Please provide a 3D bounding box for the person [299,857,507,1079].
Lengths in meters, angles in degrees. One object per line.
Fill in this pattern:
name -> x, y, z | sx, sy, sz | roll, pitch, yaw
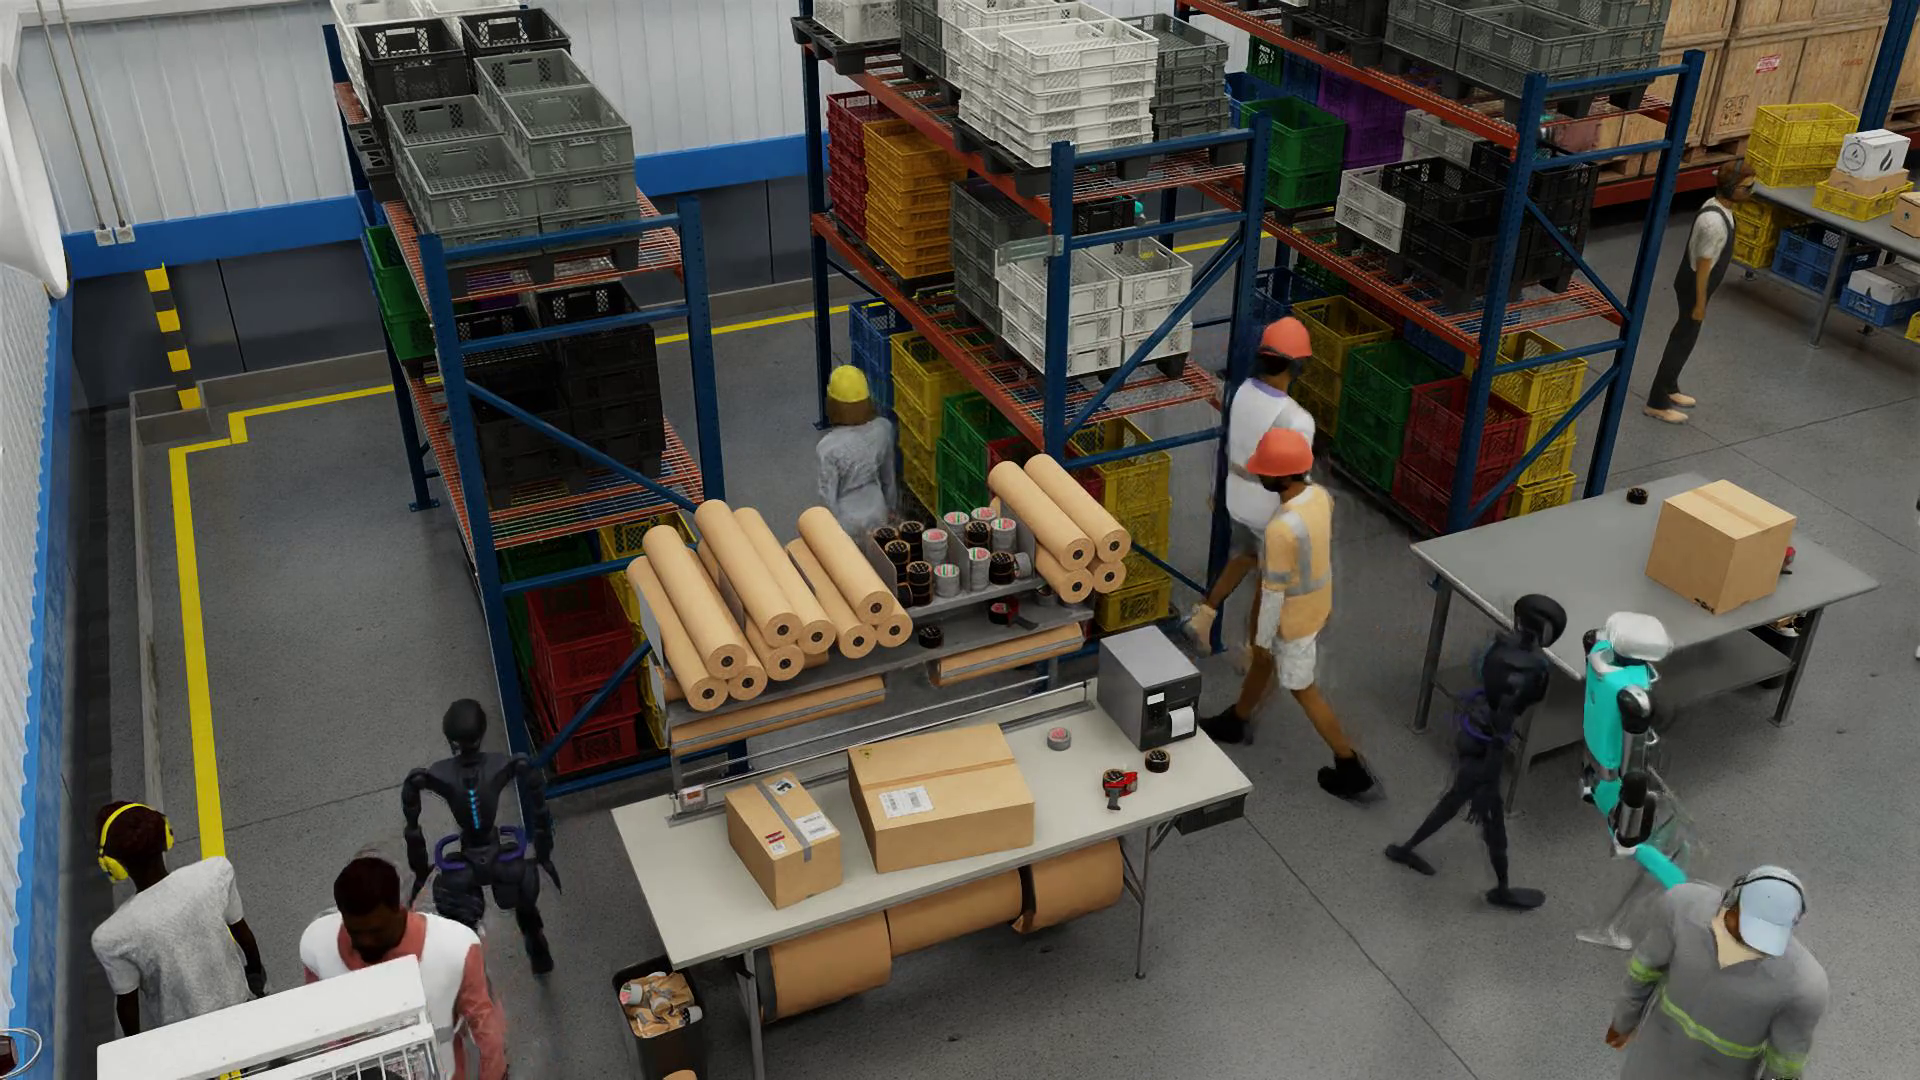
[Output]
person -> -1.826, 1.771, 5.543 | 0.593, 1.904, 0.457 | 4, 32, 7

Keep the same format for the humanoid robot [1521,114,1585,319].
humanoid robot -> 4.566, -2.517, 12.708 | 0.893, 1.793, 0.559 | -1, 32, -2

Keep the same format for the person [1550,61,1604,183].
person -> 5.097, -3.220, 13.783 | 0.524, 1.761, 0.335 | -15, 35, -23

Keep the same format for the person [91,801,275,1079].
person -> -2.642, 1.648, 5.782 | 0.340, 1.857, 0.518 | 23, 38, 32

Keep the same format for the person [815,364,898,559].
person -> -0.511, -0.115, 8.772 | 0.492, 1.714, 0.743 | -21, 37, -30

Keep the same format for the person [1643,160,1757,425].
person -> 4.977, -1.666, 11.187 | 0.336, 1.836, 0.502 | 15, 35, 23

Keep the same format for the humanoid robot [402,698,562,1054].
humanoid robot -> -1.893, 1.309, 6.578 | 0.589, 1.635, 0.781 | -9, 33, -15

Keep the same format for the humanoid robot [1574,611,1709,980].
humanoid robot -> 2.848, 1.072, 6.842 | 0.796, 1.788, 0.531 | 0, 32, 0

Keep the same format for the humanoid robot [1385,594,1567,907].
humanoid robot -> 2.313, 0.889, 7.232 | 0.732, 1.628, 0.612 | 12, 34, 19

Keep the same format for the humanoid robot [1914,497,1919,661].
humanoid robot -> 5.499, -0.221, 8.998 | 0.532, 1.763, 1.037 | 20, 37, 29

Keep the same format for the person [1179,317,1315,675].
person -> 1.517, -0.167, 8.579 | 0.618, 2.016, 0.684 | -18, 36, -26

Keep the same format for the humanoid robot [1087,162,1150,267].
humanoid robot -> 1.255, -2.966, 13.265 | 0.735, 1.671, 0.533 | -5, 32, -8

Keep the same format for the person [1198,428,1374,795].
person -> 1.631, 0.337, 7.893 | 0.982, 1.884, 0.593 | 15, 35, 23

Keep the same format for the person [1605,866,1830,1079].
person -> 2.470, 1.773, 5.618 | 0.438, 1.843, 0.618 | -21, 37, -30
